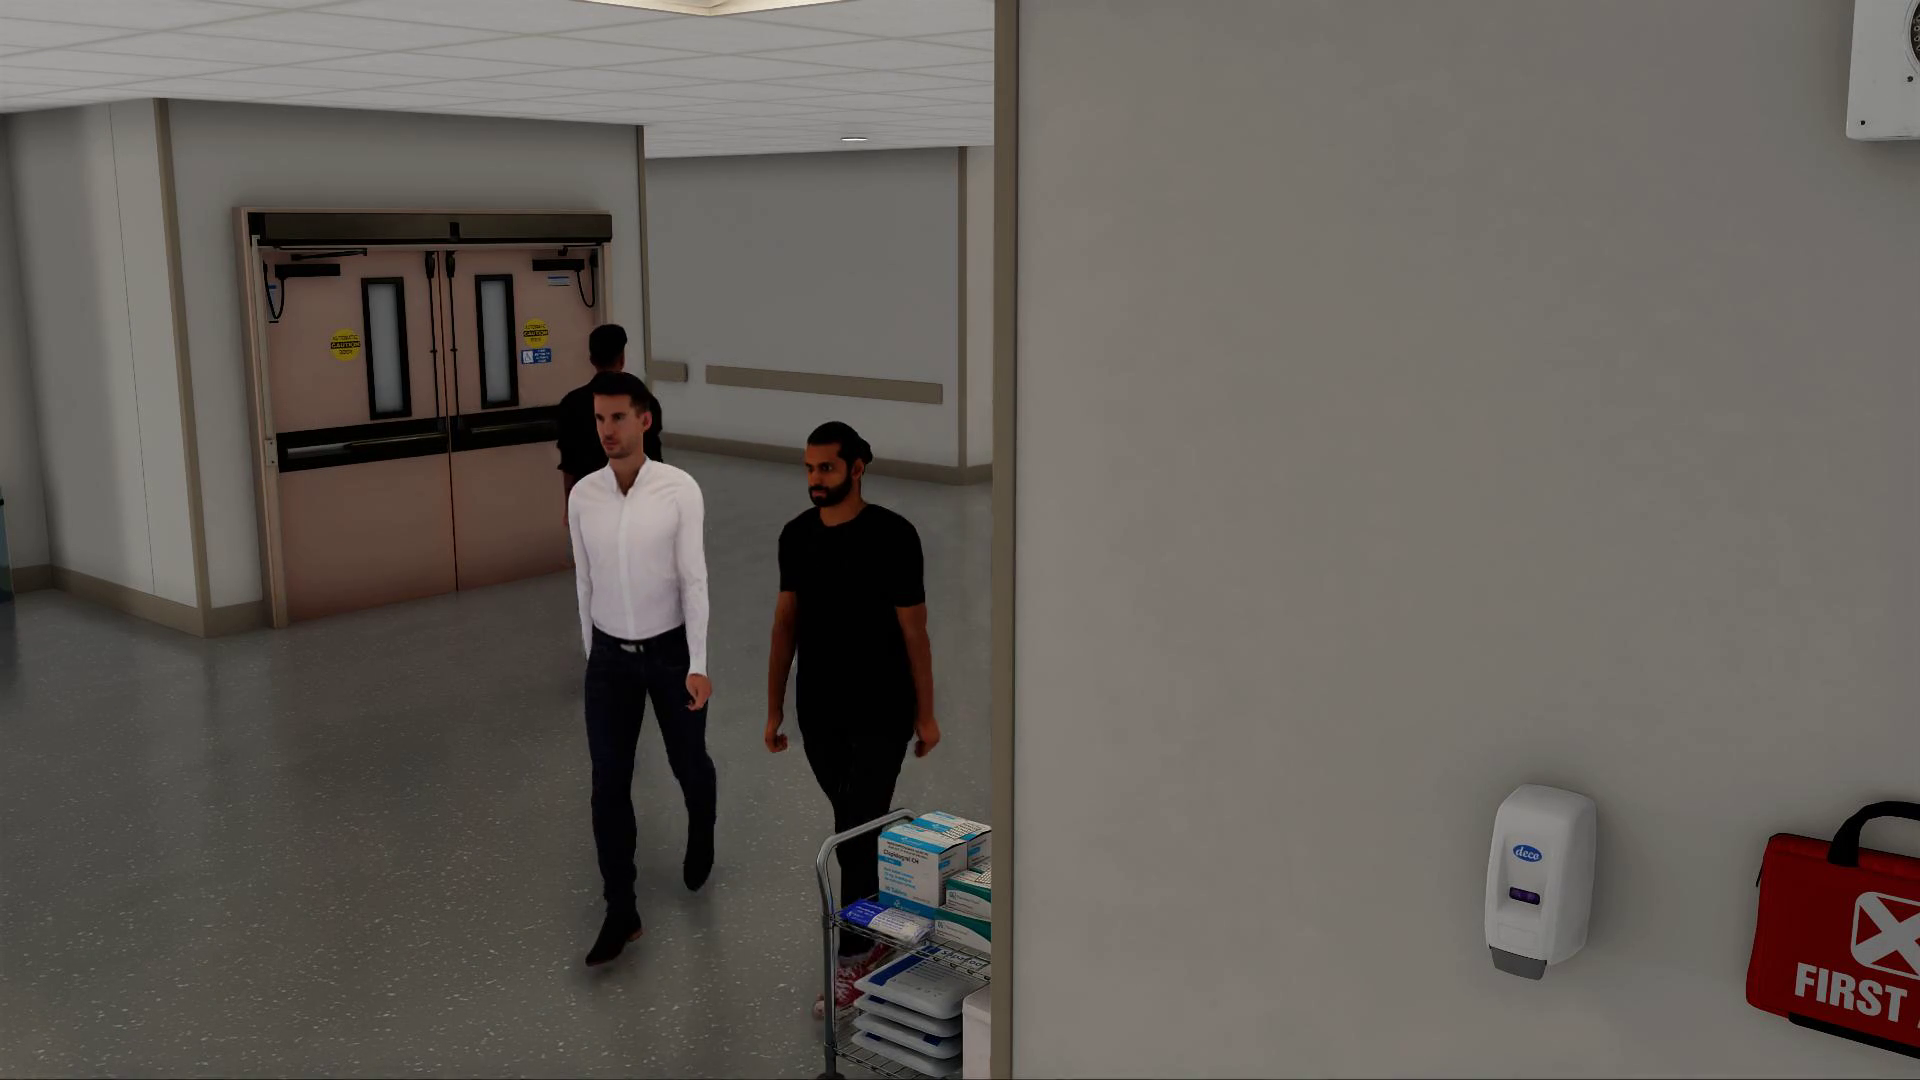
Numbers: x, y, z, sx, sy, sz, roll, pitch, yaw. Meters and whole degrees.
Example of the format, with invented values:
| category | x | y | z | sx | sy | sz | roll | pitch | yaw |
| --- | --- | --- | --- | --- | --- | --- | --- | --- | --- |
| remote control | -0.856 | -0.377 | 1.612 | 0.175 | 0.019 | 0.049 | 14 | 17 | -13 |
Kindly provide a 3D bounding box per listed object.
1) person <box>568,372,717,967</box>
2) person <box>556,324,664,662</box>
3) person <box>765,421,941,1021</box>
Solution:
| category | x | y | z | sx | sy | sz | roll | pitch | yaw |
| --- | --- | --- | --- | --- | --- | --- | --- | --- | --- |
| person | -1.000 | 0.366 | 5.514 | 1.082 | 1.853 | 1.273 | 1 | 11 | 4 |
| person | -1.813 | -0.199 | 8.652 | 0.995 | 1.794 | 1.067 | 0 | 11 | -1 |
| person | -0.276 | 0.504 | 5.097 | 0.756 | 1.738 | 0.915 | 5 | 12 | 27 |
